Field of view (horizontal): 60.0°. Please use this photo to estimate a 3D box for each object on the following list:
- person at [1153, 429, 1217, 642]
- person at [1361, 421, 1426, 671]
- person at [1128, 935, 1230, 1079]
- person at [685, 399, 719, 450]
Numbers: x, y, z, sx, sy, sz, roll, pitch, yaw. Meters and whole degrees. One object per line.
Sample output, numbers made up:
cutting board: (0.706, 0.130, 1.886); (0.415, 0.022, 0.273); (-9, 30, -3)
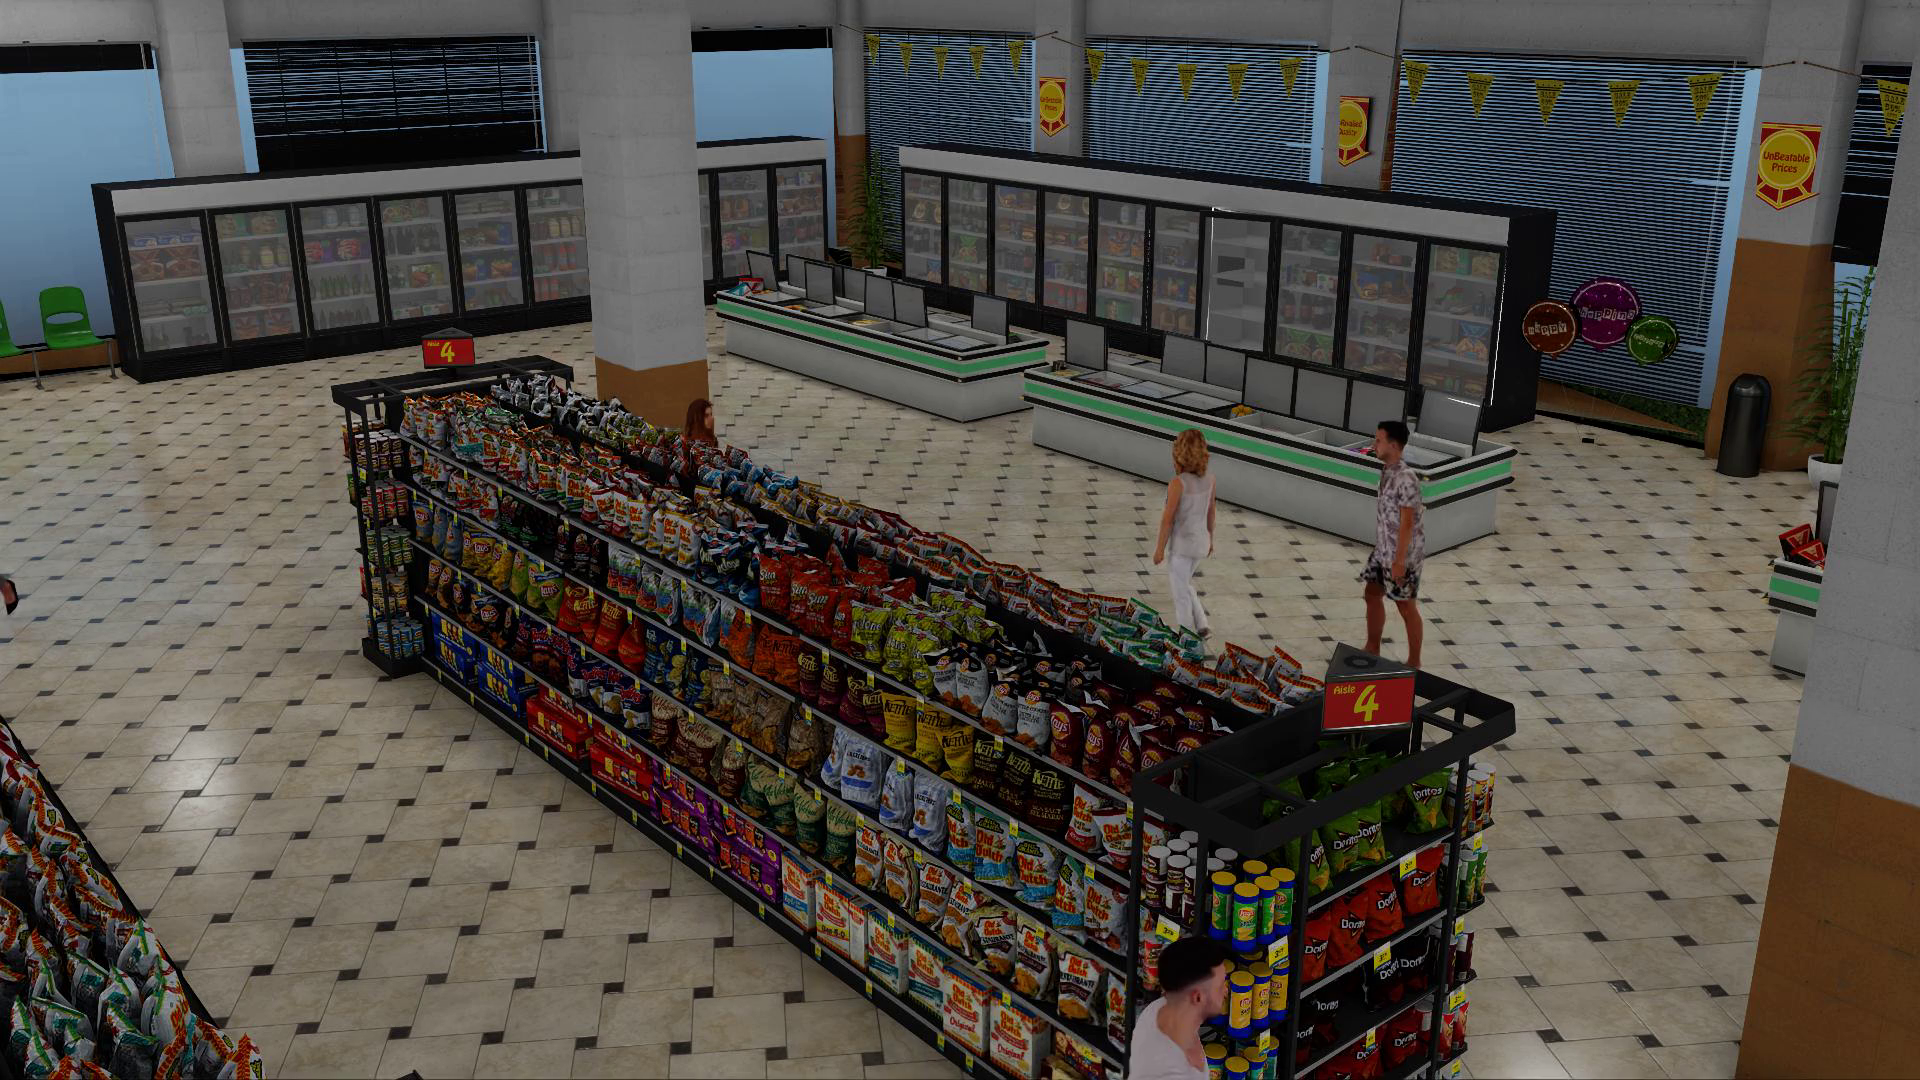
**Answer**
person: (1.668, 0.055, 11.724); (0.646, 1.657, 0.635); (17, 25, 40)
person: (3.074, 0.067, 11.473); (0.904, 1.794, 0.841); (-4, 19, -11)
person: (0.585, 2.100, 5.426); (1.054, 1.806, 1.008); (1, 19, 3)
person: (-2.007, -0.243, 12.563); (0.997, 1.685, 0.825); (9, 21, 25)
